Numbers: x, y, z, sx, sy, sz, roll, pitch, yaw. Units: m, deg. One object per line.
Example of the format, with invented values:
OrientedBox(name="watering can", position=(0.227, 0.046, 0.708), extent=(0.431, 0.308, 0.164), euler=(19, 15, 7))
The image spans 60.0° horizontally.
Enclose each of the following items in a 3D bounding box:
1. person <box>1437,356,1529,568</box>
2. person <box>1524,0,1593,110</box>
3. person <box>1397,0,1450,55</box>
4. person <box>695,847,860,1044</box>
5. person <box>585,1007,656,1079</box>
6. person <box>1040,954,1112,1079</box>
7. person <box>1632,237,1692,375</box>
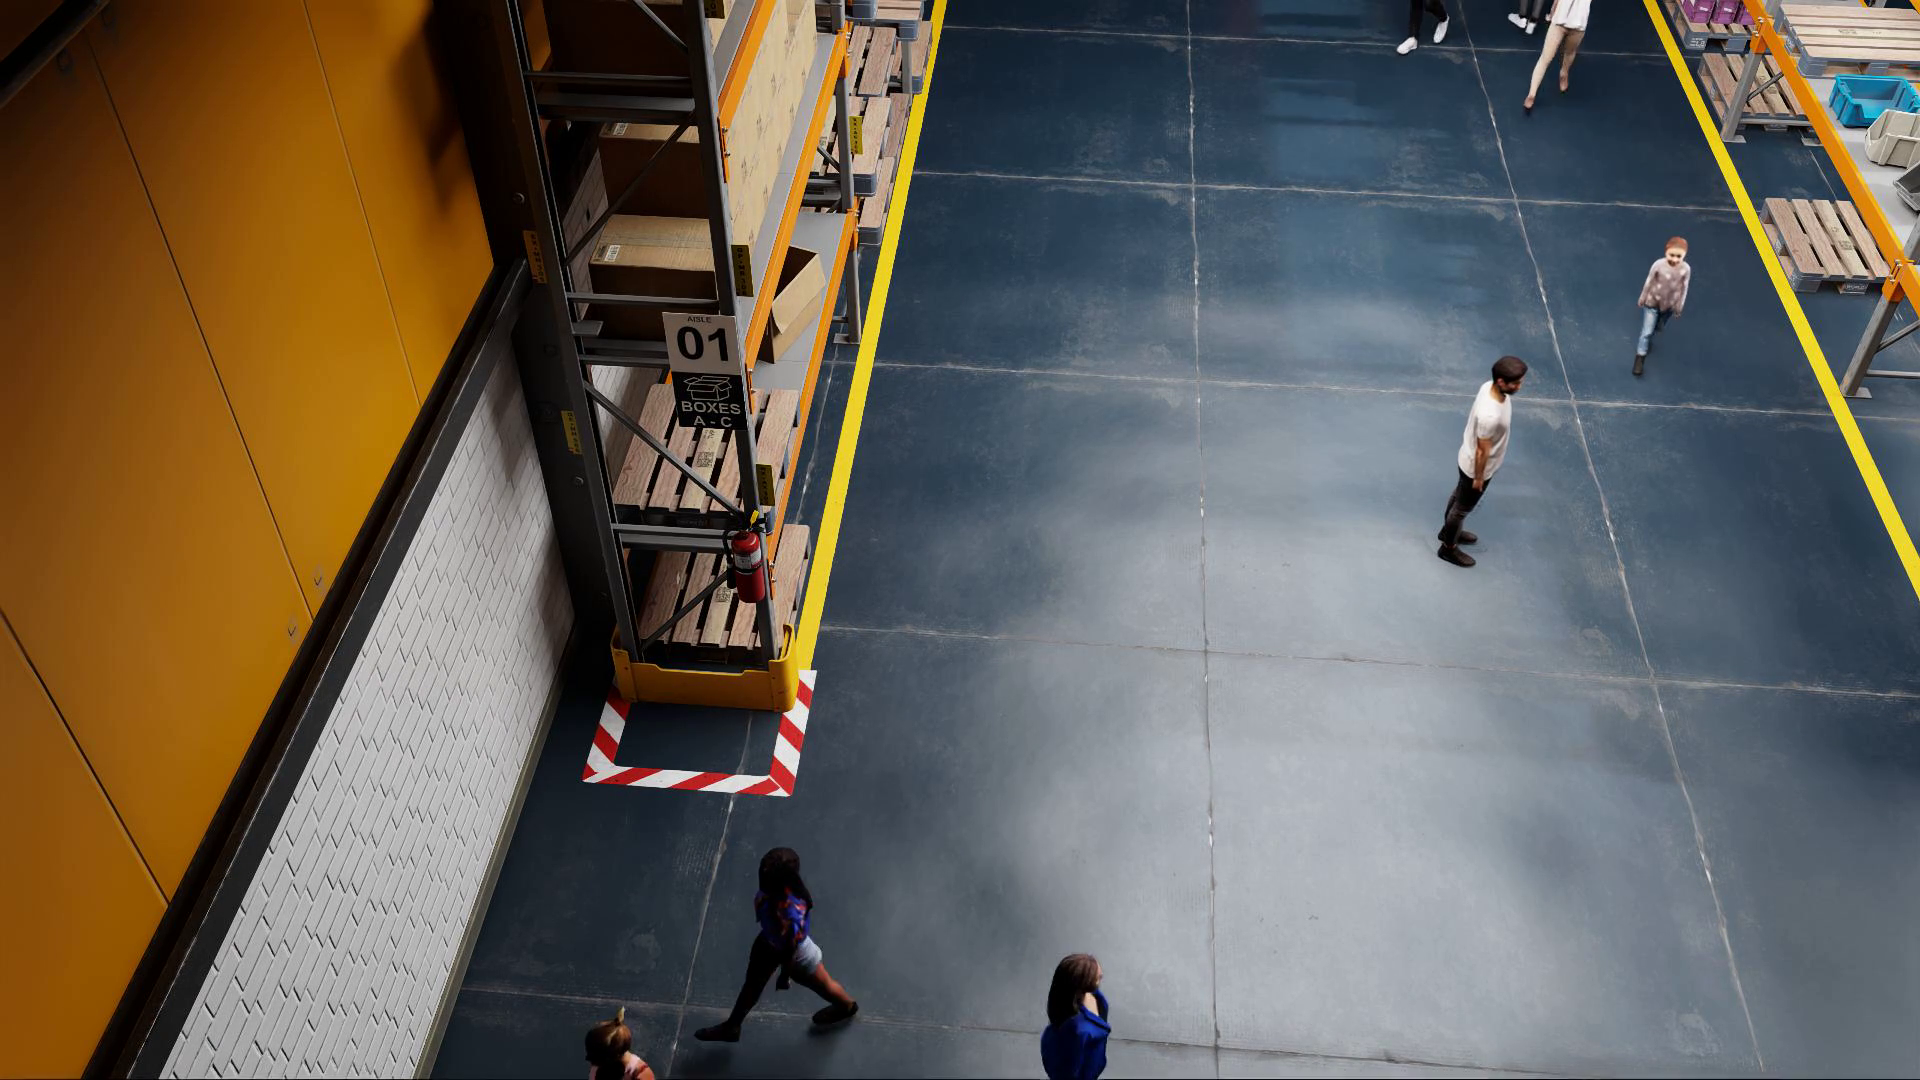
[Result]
OrientedBox(name="person", position=(3.602, -0.576, 11.564), extent=(0.733, 1.718, 0.550), euler=(13, 45, 14))
OrientedBox(name="person", position=(5.946, -4.987, 16.251), extent=(1.150, 1.639, 0.762), euler=(4, 44, 4))
OrientedBox(name="person", position=(4.906, -5.936, 17.048), extent=(1.032, 1.912, 0.966), euler=(-32, 52, -29))
OrientedBox(name="person", position=(-0.801, 2.140, 8.733), extent=(0.988, 1.689, 1.158), euler=(-13, 45, -13))
OrientedBox(name="person", position=(-1.527, 2.748, 8.134), extent=(0.782, 1.637, 0.872), euler=(26, 50, 25))
OrientedBox(name="person", position=(0.449, 2.594, 8.257), extent=(0.719, 1.690, 0.599), euler=(0, 44, 0))
OrientedBox(name="person", position=(5.649, -1.938, 13.383), extent=(0.584, 1.180, 0.834), euler=(12, 45, 12))
